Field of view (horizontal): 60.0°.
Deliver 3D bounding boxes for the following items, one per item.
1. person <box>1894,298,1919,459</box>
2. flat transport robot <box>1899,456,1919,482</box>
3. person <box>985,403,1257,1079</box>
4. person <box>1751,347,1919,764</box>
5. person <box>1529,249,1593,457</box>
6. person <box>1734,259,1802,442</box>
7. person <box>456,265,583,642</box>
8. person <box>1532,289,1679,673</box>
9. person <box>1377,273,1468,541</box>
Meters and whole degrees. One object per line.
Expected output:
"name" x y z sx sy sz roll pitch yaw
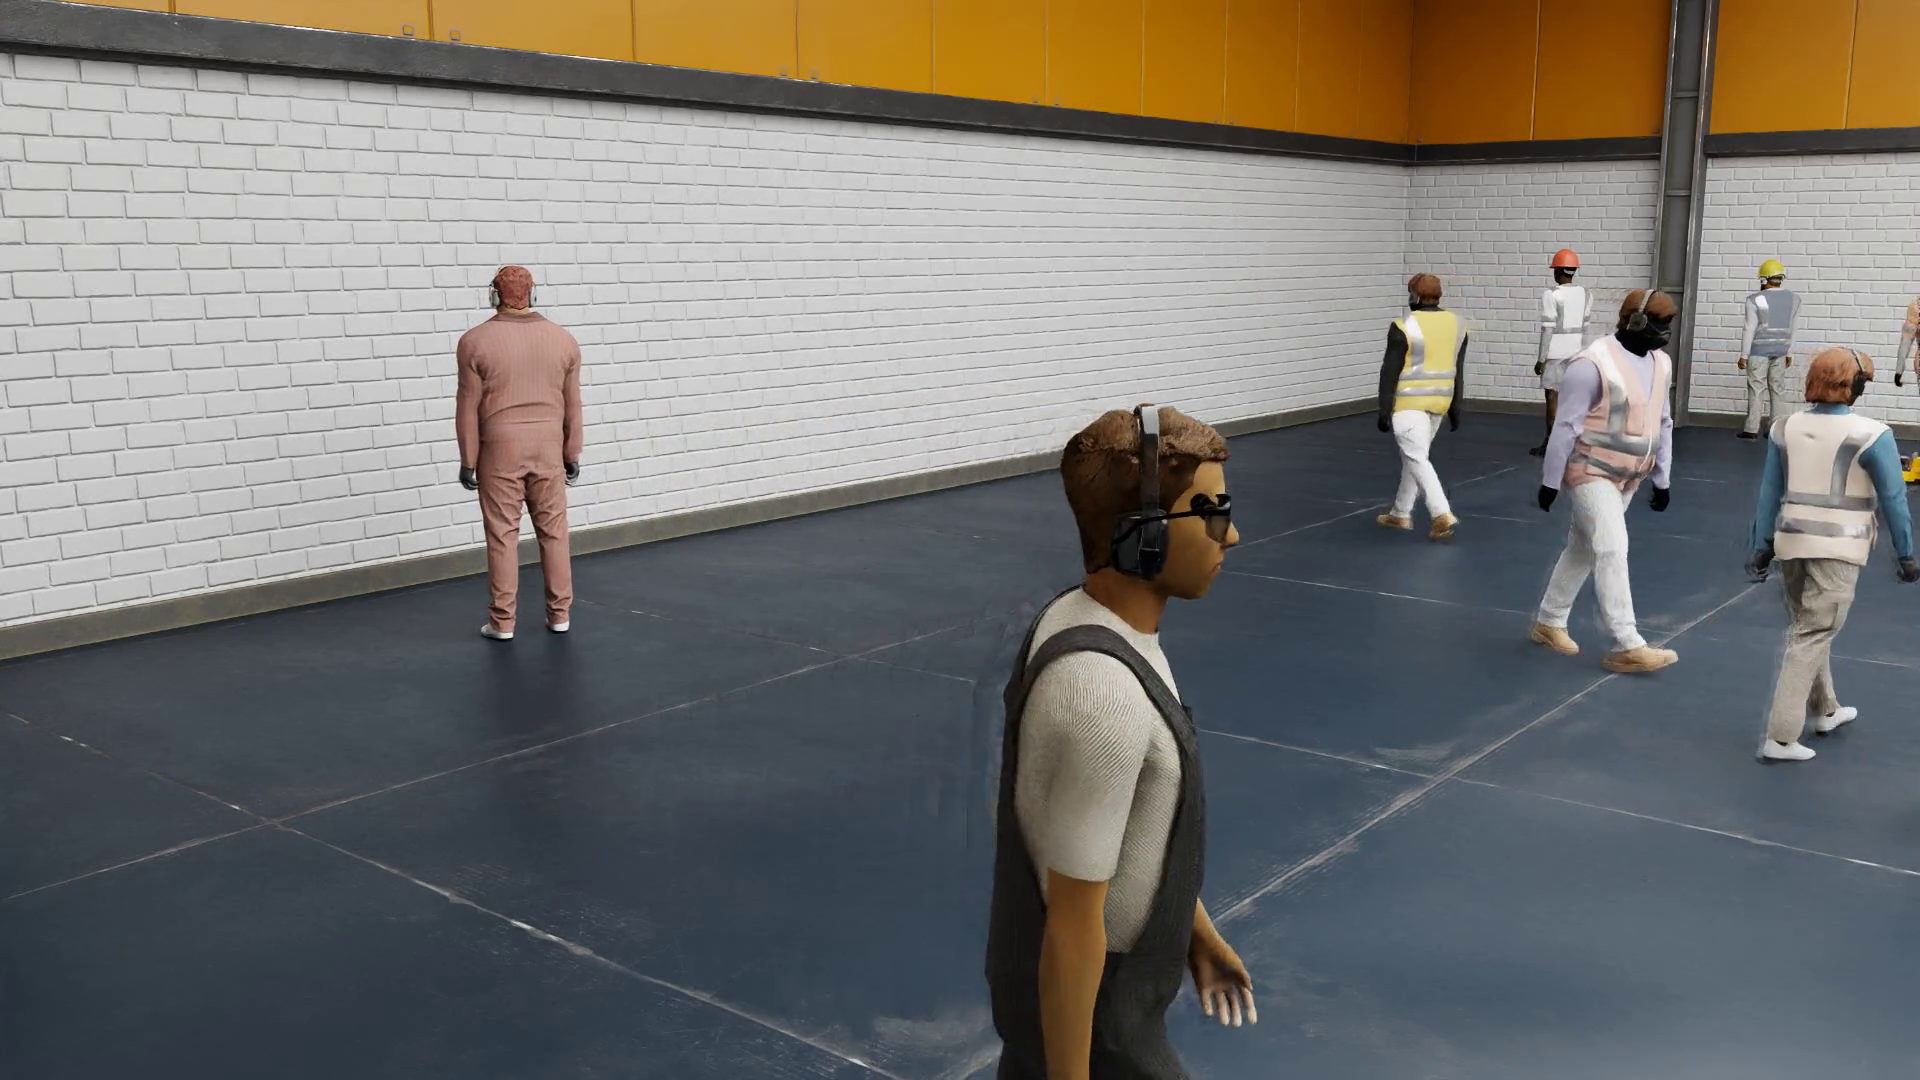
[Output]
"person" 8.561 -1.532 14.577 0.606 1.873 0.986 3 11 14
"flat transport robot" 8.463 -0.549 13.577 0.652 0.197 1.431 -9 14 -41
"person" 0.299 0.695 2.452 0.997 1.787 0.517 -1 10 -3
"person" 3.446 0.061 6.489 0.781 1.605 0.525 -4 11 -23
"person" 5.610 -1.740 15.558 0.548 1.937 0.358 -4 11 -23
"person" 8.105 -1.898 16.719 0.590 1.835 0.404 -2 10 -9
"person" -2.241 -0.440 8.471 0.638 1.900 0.403 -7 12 -34
"person" 3.101 -0.285 7.891 0.651 1.788 0.939 -7 12 -34
"person" 3.167 -0.913 11.346 0.633 1.812 0.901 -5 11 -24
